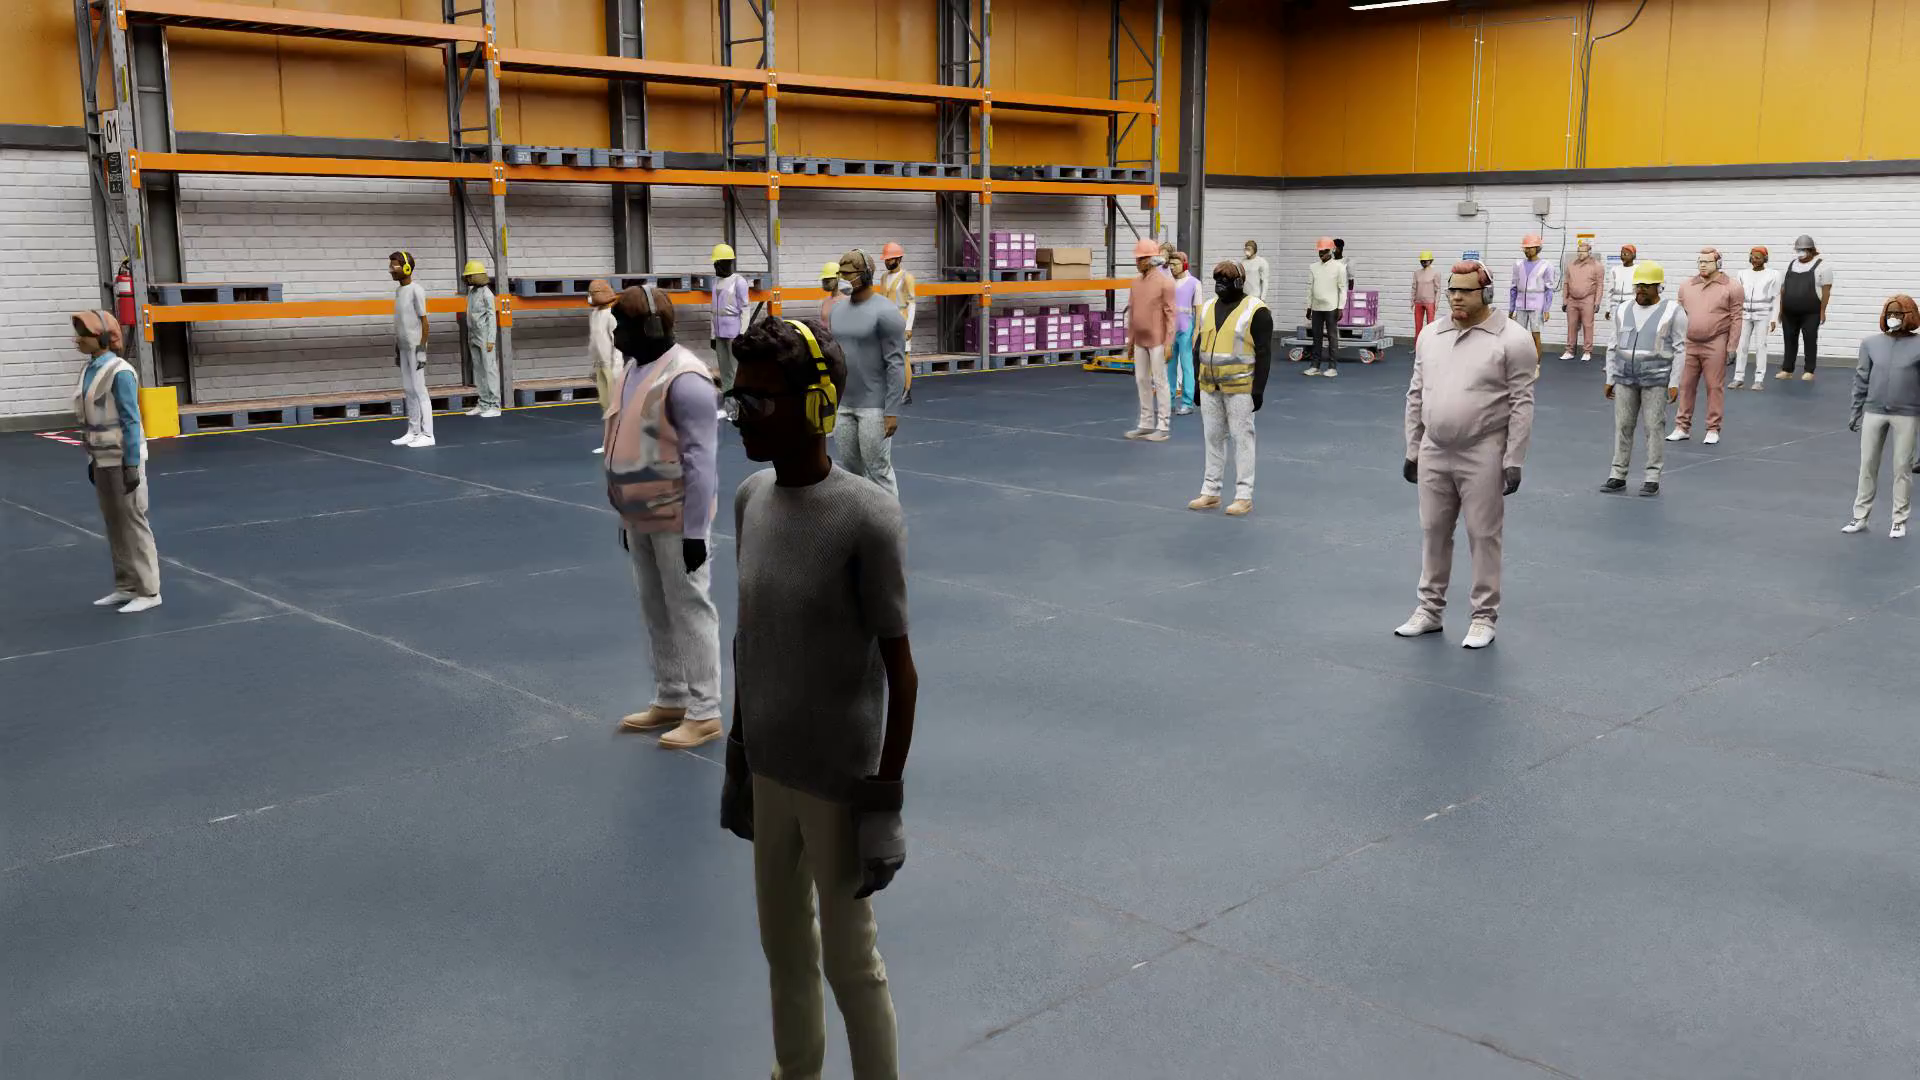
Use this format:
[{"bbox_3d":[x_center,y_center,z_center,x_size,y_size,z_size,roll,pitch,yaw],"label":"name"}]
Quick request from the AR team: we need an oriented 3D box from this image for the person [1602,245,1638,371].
[{"bbox_3d":[9.833,-3.413,24.580,0.337,1.882,0.584,-10,14,-44],"label":"person"}]

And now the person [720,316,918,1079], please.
[{"bbox_3d":[-0.308,0.492,3.358,0.310,1.859,0.533,-10,14,-44],"label":"person"}]

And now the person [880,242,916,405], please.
[{"bbox_3d":[-0.789,-2.575,19.877,0.378,1.932,0.551,-10,14,-44],"label":"person"}]

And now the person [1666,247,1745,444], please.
[{"bbox_3d":[7.246,-1.889,16.214,0.403,1.906,0.651,-10,14,-44],"label":"person"}]

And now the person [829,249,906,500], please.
[{"bbox_3d":[-0.598,-0.817,10.280,0.352,1.937,0.635,-10,14,-44],"label":"person"}]

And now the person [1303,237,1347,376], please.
[{"bbox_3d":[5.249,-3.353,23.951,0.396,1.992,0.622,-10,14,-44],"label":"person"}]

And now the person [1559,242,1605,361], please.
[{"bbox_3d":[10.044,-3.849,26.906,0.403,1.904,0.651,-10,14,-44],"label":"person"}]

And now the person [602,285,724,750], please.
[{"bbox_3d":[-1.185,-0.081,6.596,0.433,1.831,0.653,-7,13,-35],"label":"person"}]

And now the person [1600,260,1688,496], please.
[{"bbox_3d":[5.318,-1.256,12.972,0.404,1.827,0.600,-10,14,-44],"label":"person"}]

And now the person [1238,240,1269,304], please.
[{"bbox_3d":[4.961,-4.141,28.407,0.356,1.936,0.635,-10,14,-44],"label":"person"}]

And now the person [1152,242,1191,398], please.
[{"bbox_3d":[2.592,-2.742,20.773,0.352,1.937,0.635,-10,14,-44],"label":"person"}]

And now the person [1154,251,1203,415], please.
[{"bbox_3d":[2.483,-2.333,18.804,0.373,1.840,0.570,-10,14,-44],"label":"person"}]

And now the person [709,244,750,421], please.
[{"bbox_3d":[-2.543,-2.259,18.171,0.381,1.924,0.594,-10,14,-44],"label":"person"}]

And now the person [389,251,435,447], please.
[{"bbox_3d":[-5.284,-1.826,15.970,0.310,1.868,0.533,-10,14,-44],"label":"person"}]

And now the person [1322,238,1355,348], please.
[{"bbox_3d":[6.777,-4.427,29.888,0.368,1.961,0.613,-10,14,-44],"label":"person"}]

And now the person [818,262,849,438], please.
[{"bbox_3d":[-1.203,-1.851,16.442,0.394,1.754,0.549,-8,13,-36],"label":"person"}]

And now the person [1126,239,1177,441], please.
[{"bbox_3d":[1.871,-1.961,16.431,0.457,1.979,0.646,-7,13,-35],"label":"person"}]

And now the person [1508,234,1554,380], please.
[{"bbox_3d":[7.980,-3.262,23.325,0.390,2.040,0.614,-10,14,-44],"label":"person"}]

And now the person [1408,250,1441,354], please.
[{"bbox_3d":[7.892,-4.028,28.263,0.331,1.765,0.533,-10,14,-44],"label":"person"}]

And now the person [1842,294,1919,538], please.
[{"bbox_3d":[6.256,-0.829,11.178,0.266,1.631,0.507,-10,14,-44],"label":"person"}]

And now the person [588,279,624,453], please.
[{"bbox_3d":[-3.252,-1.584,15.346,0.338,1.621,0.519,-8,13,-37],"label":"person"}]

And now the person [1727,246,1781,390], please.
[{"bbox_3d":[10.428,-2.910,21.837,0.337,1.883,0.584,-10,14,-44],"label":"person"}]

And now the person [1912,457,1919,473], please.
[{"bbox_3d":[8.357,-1.498,13.997,0.373,1.934,0.551,-10,14,-44],"label":"person"}]

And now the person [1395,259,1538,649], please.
[{"bbox_3d":[2.472,-0.421,8.210,0.403,1.904,0.651,-10,14,-44],"label":"person"}]

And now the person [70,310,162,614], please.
[{"bbox_3d":[-4.544,-0.410,8.931,0.541,1.626,0.316,8,13,38],"label":"person"}]

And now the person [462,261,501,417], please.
[{"bbox_3d":[-5.370,-2.242,18.586,0.324,1.740,0.492,-10,14,-44],"label":"person"}]

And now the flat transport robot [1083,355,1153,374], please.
[{"bbox_3d":[2.567,-2.594,24.516,0.652,0.197,1.431,-10,14,-44],"label":"flat transport robot"}]

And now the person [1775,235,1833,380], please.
[{"bbox_3d":[11.774,-3.254,23.289,0.538,2.000,0.703,-8,13,-36],"label":"person"}]

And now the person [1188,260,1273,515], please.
[{"bbox_3d":[1.952,-1.109,12.137,0.429,1.841,0.633,-10,14,-44],"label":"person"}]
